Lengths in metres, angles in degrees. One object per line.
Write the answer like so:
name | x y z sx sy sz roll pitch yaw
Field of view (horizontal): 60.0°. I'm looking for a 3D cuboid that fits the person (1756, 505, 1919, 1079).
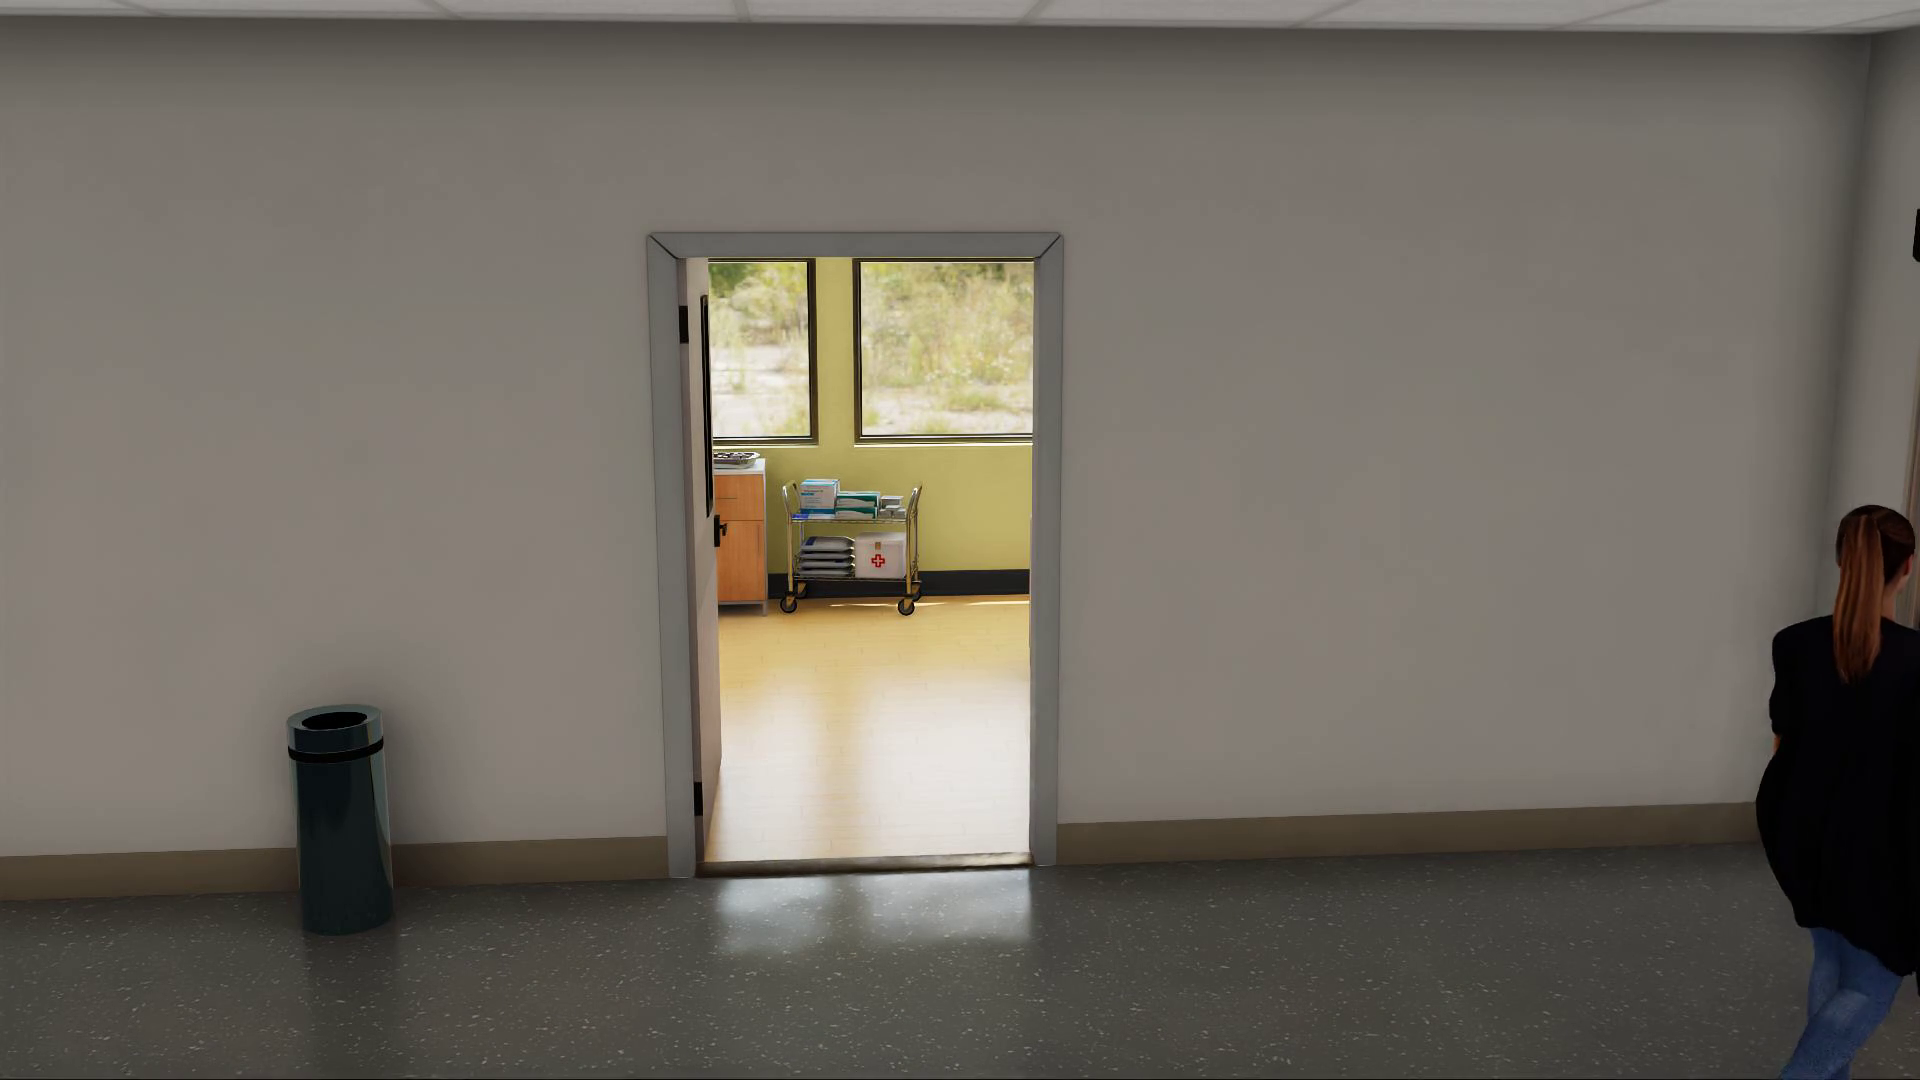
person | 2.123 0.763 4.012 1.109 1.665 0.930 -8 13 -35
